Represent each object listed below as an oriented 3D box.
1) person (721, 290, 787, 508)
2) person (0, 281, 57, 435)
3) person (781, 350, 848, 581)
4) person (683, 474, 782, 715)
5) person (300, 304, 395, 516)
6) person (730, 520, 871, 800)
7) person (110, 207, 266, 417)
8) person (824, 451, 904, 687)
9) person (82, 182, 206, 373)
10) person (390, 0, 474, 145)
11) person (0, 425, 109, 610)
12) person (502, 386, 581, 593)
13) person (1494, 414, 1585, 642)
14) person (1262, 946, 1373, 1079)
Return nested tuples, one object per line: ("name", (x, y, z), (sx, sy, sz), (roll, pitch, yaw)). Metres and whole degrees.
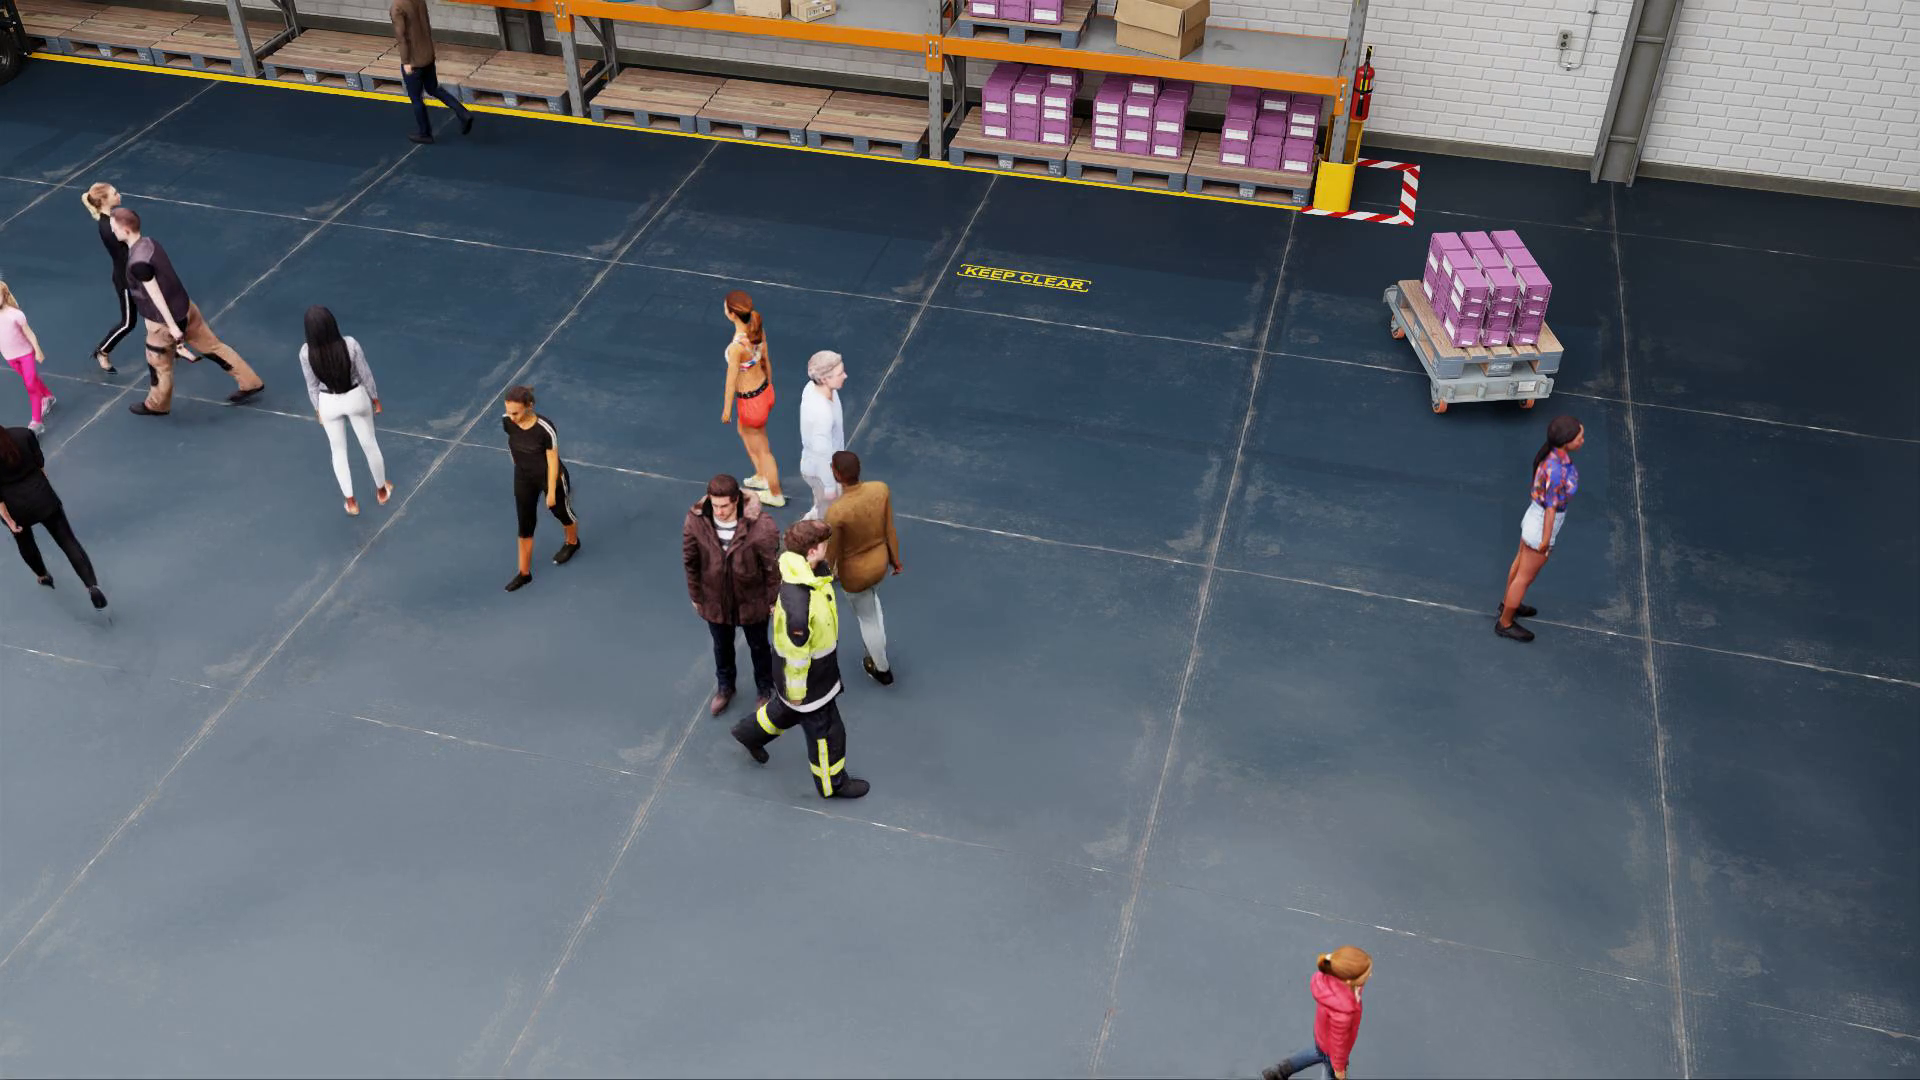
("person", (-1.407, -0.964, 11.984), (0.641, 1.775, 0.604), (13, 40, 16))
("person", (-7.390, -1.502, 13.083), (0.853, 1.245, 0.695), (1, 39, 1))
("person", (-1.006, -0.482, 11.301), (0.883, 1.875, 0.792), (0, 39, -1))
("person", (-1.388, 0.331, 10.307), (0.660, 1.844, 0.858), (3, 39, 4))
("person", (-4.430, -0.939, 11.994), (0.716, 1.724, 0.795), (-9, 40, -11))
("person", (-0.986, 0.685, 9.778), (1.192, 1.952, 0.953), (2, 39, 3))
("person", (-6.051, -1.754, 12.963), (1.357, 1.787, 1.065), (-7, 39, -9))
("person", (-0.555, 0.242, 10.459), (0.814, 1.792, 0.857), (-25, 45, -27))
("person", (-6.783, -2.052, 13.428), (1.167, 1.672, 0.984), (-11, 40, -13))
("person", (-5.408, -4.879, 16.807), (0.951, 1.874, 0.642), (9, 40, 12))
("person", (-6.175, -0.188, 11.132), (0.938, 1.625, 1.152), (-32, 48, -33))
("person", (-2.842, -0.471, 11.485), (0.930, 1.627, 0.761), (17, 42, 20))
("person", (3.804, -0.091, 10.916), (0.498, 1.744, 0.575), (9, 39, 11))
("person", (1.768, 2.419, 8.124), (0.739, 1.306, 0.543), (7, 39, 9))
